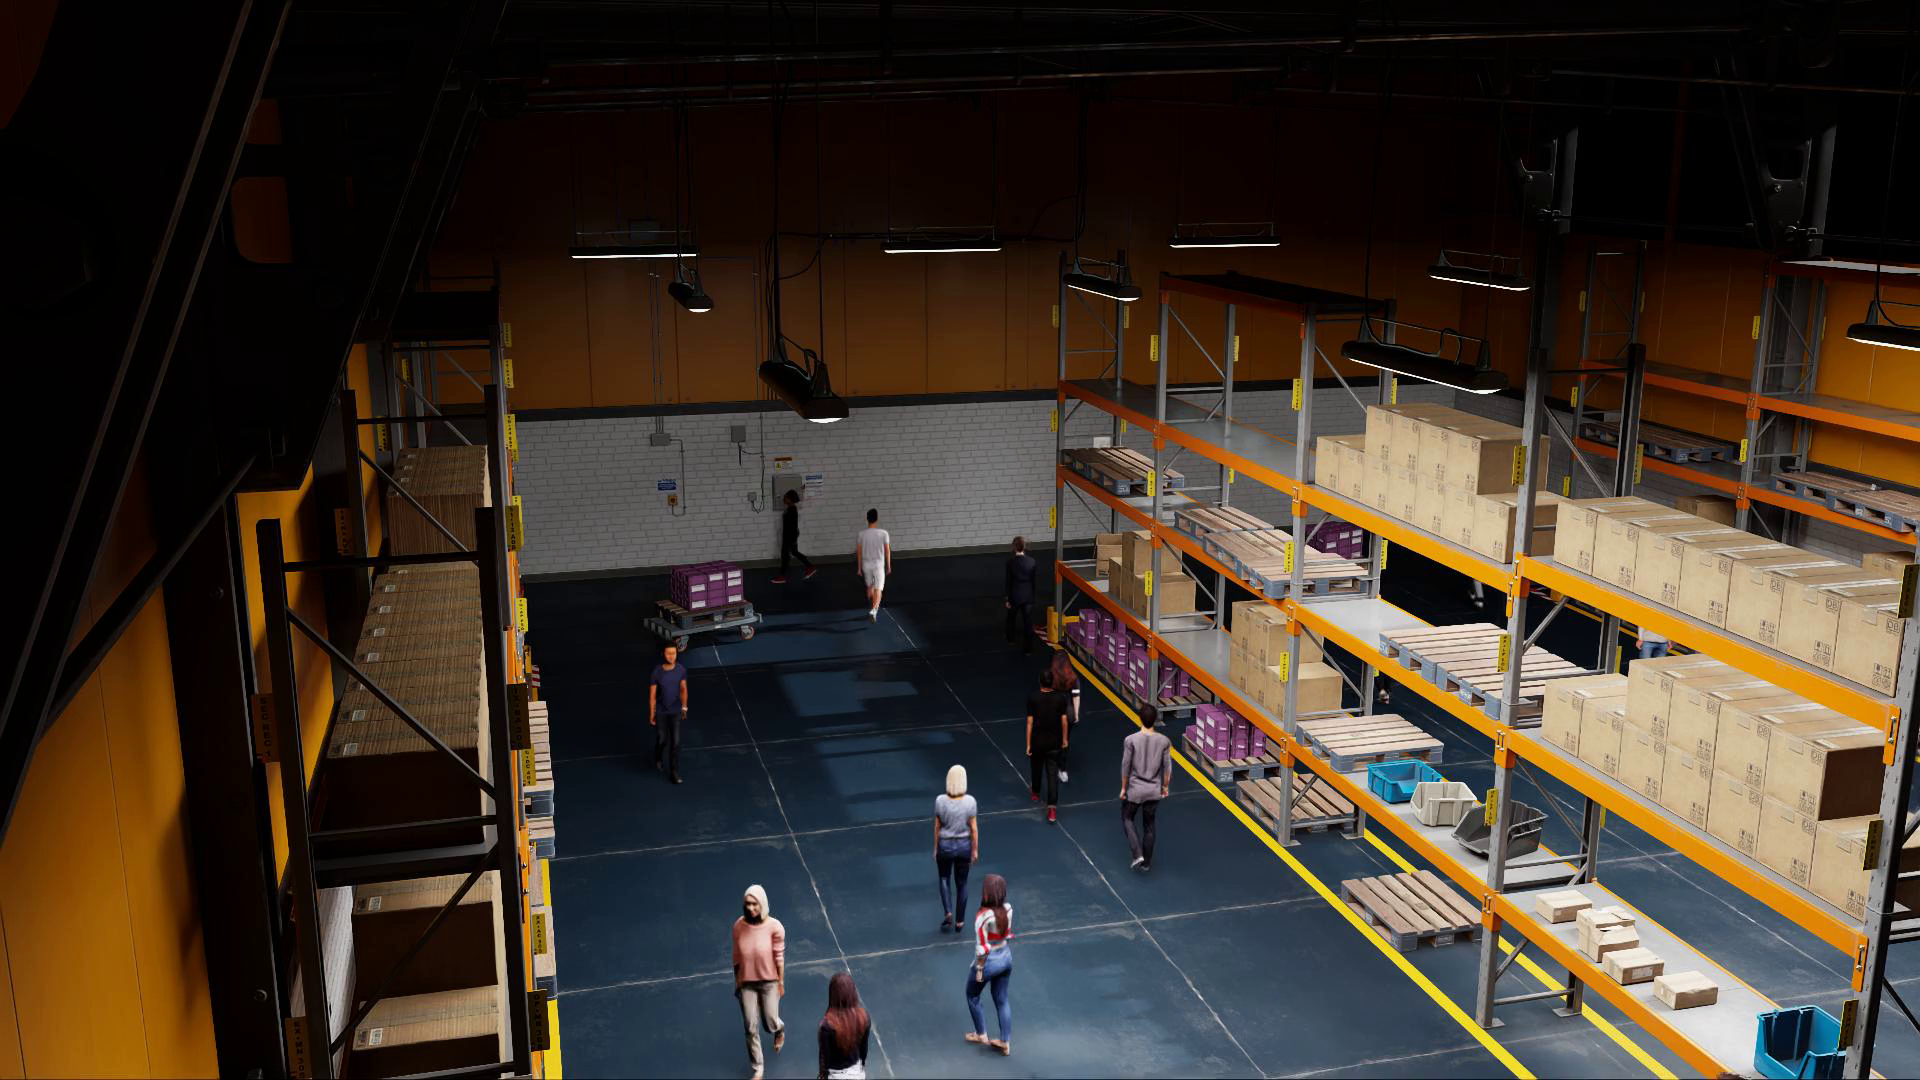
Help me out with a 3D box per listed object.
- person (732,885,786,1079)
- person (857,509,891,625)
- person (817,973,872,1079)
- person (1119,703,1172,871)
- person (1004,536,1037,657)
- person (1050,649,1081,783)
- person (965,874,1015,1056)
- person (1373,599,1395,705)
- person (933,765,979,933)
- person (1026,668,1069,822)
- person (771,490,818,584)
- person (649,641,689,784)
[{"bbox_3d":[-1.646,3.634,13.776,0.801,1.711,0.971,2,14,8],"label":"person"},{"bbox_3d":[-1.405,0.452,26.673,0.951,1.825,1.265,1,14,6],"label":"person"},{"bbox_3d":[-0.844,4.040,12.356,0.682,1.589,0.660,-9,16,-34],"label":"person"},{"bbox_3d":[1.954,2.650,17.554,0.757,1.844,0.781,-2,14,-7],"label":"person"},{"bbox_3d":[0.945,0.873,25.051,0.714,1.769,1.152,-3,14,-11],"label":"person"},{"bbox_3d":[1.231,2.144,20.123,0.692,1.619,0.879,-2,14,-6],"label":"person"},{"bbox_3d":[0.336,3.617,14.083,0.741,1.599,0.791,-12,18,-41],"label":"person"},{"bbox_3d":[5.891,1.546,22.896,0.648,1.477,0.648,-10,17,-36],"label":"person"},{"bbox_3d":[-0.054,3.043,16.214,0.675,1.712,0.705,0,14,2],"label":"person"},{"bbox_3d":[0.999,2.367,19.002,0.808,1.714,1.170,-1,14,-3],"label":"person"},{"bbox_3d":[-2.897,-0.064,29.186,0.743,1.646,1.009,-2,14,-8],"label":"person"},{"bbox_3d":[-3.561,2.052,20.163,0.762,1.778,0.878,-7,15,-27],"label":"person"}]
